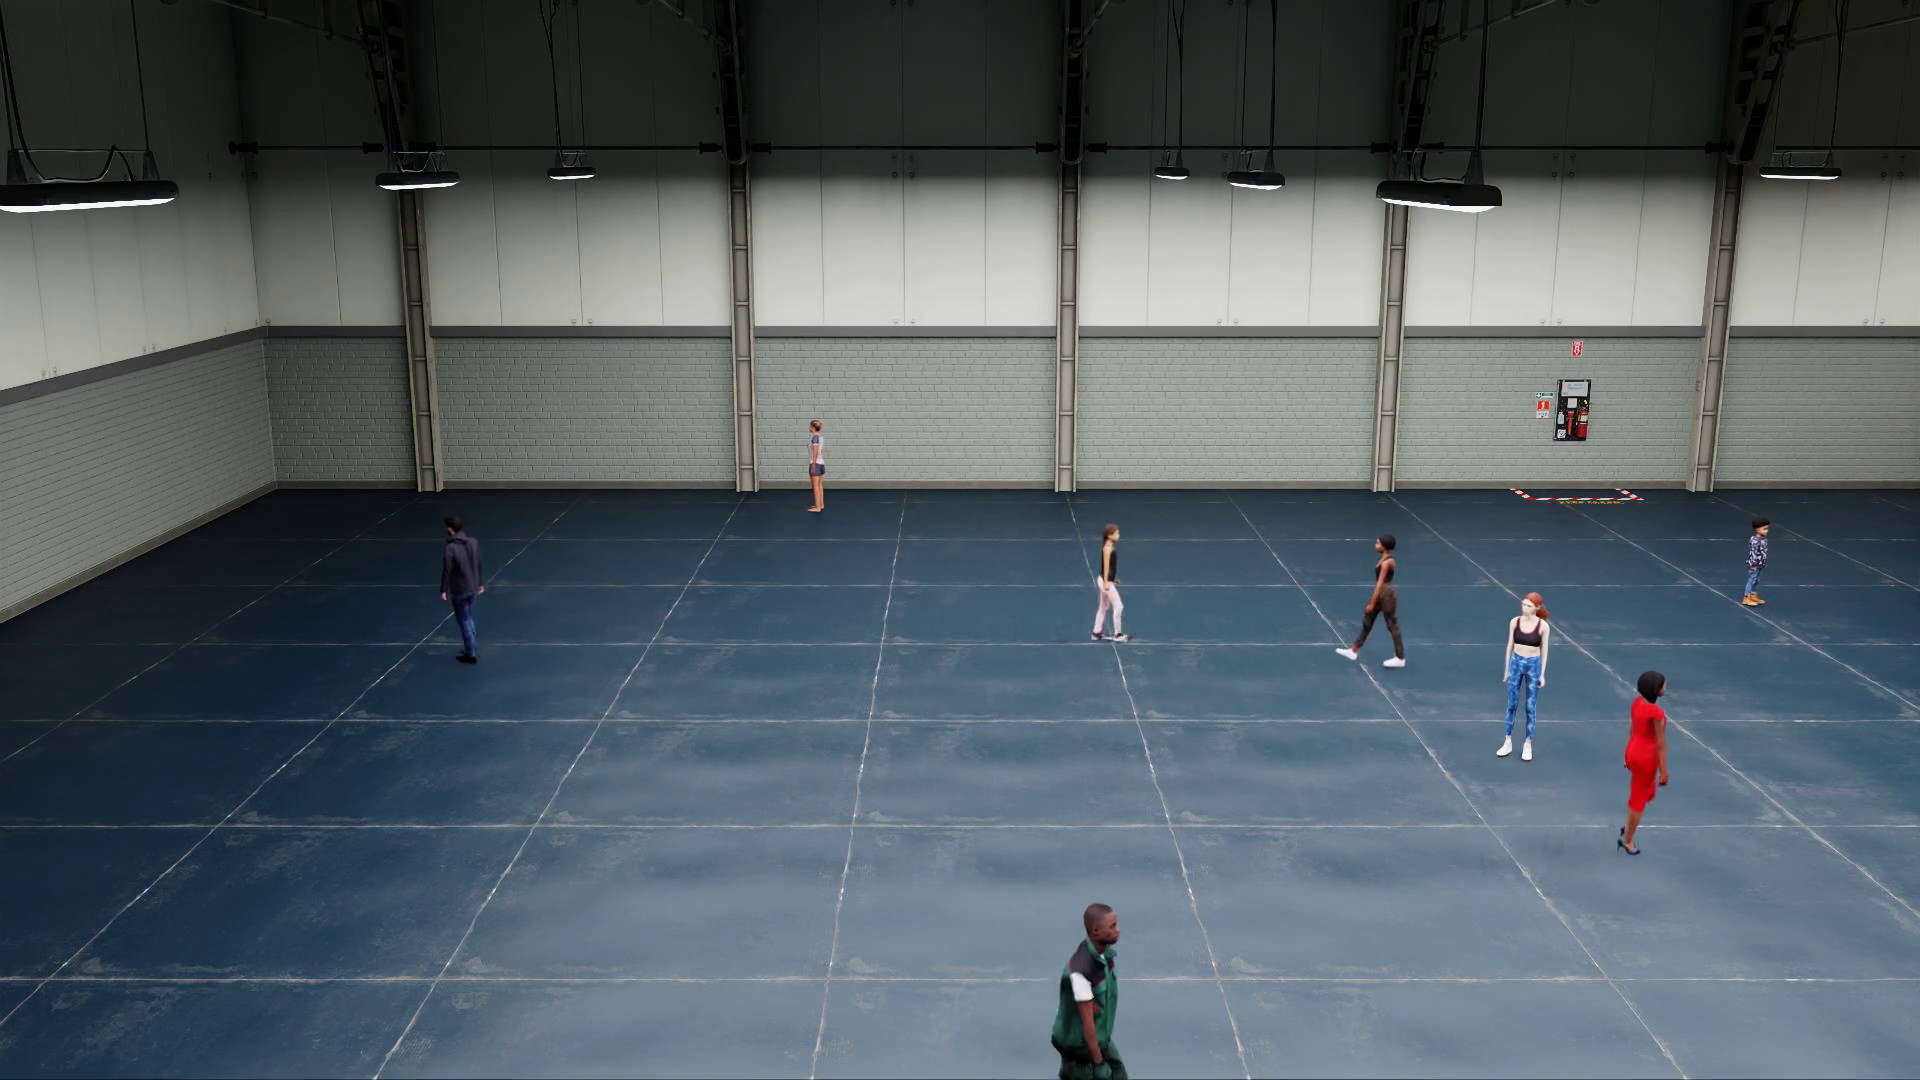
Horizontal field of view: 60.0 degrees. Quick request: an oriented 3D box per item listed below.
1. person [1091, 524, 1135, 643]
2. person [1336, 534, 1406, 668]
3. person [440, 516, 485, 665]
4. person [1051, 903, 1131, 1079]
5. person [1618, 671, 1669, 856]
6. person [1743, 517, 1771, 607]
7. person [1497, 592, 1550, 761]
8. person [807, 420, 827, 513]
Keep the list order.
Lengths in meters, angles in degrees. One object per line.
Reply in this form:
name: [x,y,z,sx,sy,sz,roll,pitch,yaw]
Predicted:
person: [1.841,0.560,21.505,0.793,1.548,0.595,1,13,6]
person: [5.289,0.769,20.353,1.106,1.661,0.738,2,13,10]
person: [-6.056,0.625,20.491,0.838,1.877,0.825,7,15,29]
person: [0.679,3.051,10.142,0.870,1.821,0.835,7,15,27]
person: [6.018,2.004,14.856,0.632,1.734,0.643,-2,13,-8]
person: [11.173,0.295,23.311,0.549,1.248,0.626,-9,16,-35]
person: [5.894,1.401,17.345,0.661,1.787,0.737,8,15,30]
person: [-2.539,-1.323,29.464,0.606,1.625,0.630,3,13,12]
